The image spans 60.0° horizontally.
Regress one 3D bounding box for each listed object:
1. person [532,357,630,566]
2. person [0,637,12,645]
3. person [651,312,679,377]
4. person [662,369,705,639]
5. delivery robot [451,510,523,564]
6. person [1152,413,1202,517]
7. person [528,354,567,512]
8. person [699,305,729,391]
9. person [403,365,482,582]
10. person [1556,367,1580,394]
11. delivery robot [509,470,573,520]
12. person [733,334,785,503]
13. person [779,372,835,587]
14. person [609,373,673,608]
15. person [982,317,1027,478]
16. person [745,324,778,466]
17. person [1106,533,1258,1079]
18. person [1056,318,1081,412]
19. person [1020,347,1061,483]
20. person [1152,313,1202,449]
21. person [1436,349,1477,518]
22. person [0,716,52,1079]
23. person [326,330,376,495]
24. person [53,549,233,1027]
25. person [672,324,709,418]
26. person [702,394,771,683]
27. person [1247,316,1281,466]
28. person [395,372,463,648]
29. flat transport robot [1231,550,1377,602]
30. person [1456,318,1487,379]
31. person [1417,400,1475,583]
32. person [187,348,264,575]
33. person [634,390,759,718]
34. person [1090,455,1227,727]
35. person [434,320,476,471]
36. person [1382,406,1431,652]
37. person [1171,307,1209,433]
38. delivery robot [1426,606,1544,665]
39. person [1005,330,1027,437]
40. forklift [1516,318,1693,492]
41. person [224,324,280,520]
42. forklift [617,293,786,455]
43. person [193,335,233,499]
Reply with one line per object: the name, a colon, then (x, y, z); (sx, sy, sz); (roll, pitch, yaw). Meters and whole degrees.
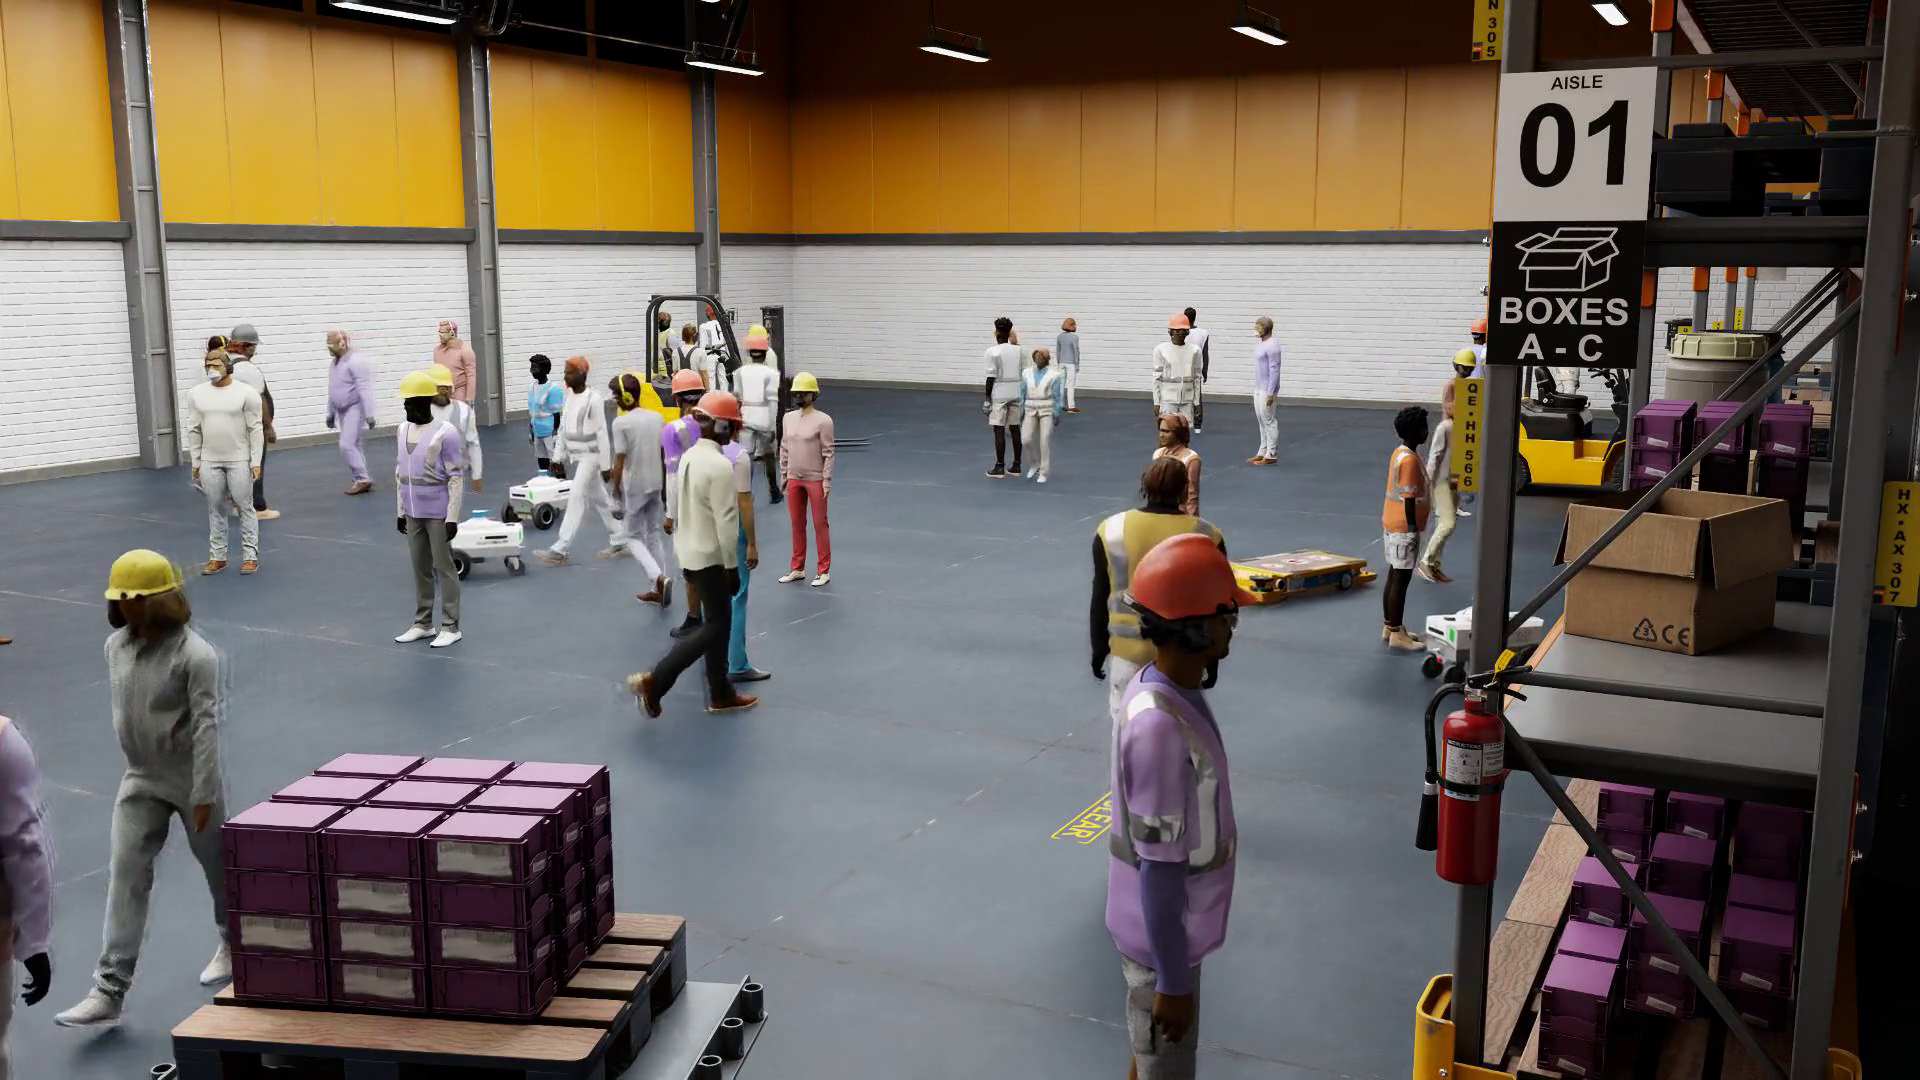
person: (-3.362, -0.703, 14.751); (0.992, 1.831, 0.574); (-7, 12, -36)
person: (-6.801, -0.162, 11.397); (0.404, 1.906, 0.657); (-3, 10, -15)
person: (-4.564, -2.593, 25.656); (0.429, 1.847, 0.624); (-6, 12, -33)
person: (-1.897, -0.249, 11.845); (0.385, 1.928, 0.547); (9, 13, 42)
delivery robot: (-4.090, -0.012, 14.168); (0.707, 0.478, 0.477); (-4, 11, -20)
person: (1.529, -0.093, 11.810); (0.318, 1.630, 0.512); (-6, 11, -31)
person: (-4.386, -1.131, 17.649); (0.535, 1.690, 0.322); (9, 13, 43)
person: (-4.163, -3.049, 28.182); (0.572, 1.884, 0.356); (-8, 12, -38)
person: (-4.305, -0.555, 13.938); (0.627, 1.807, 0.704); (-5, 11, -29)
person: (9.227, -2.422, 25.261); (0.308, 1.639, 0.510); (-3, 10, -17)
delivery robot: (-4.203, -0.465, 16.792); (0.477, 0.478, 0.707); (5, 11, 29)
person: (-2.195, -1.268, 17.913); (0.553, 1.881, 1.031); (2, 10, 13)
person: (-1.275, -0.502, 13.766); (0.527, 1.772, 0.305); (6, 11, 30)
person: (-2.396, -0.361, 12.759); (0.592, 1.840, 0.600); (8, 13, 38)
person: (0.541, -1.744, 20.382); (0.607, 1.966, 0.374); (-6, 12, -33)
person: (-2.588, -1.879, 21.562); (0.404, 1.827, 0.600); (-7, 12, -33)
person: (0.561, 0.995, 4.294); (0.361, 2.048, 0.611); (1, 10, 8)
person: (1.870, -3.021, 28.741); (0.284, 1.633, 0.501); (-9, 13, -42)
person: (0.958, -1.492, 19.905); (0.531, 1.627, 0.368); (4, 10, 21)
person: (2.579, -1.665, 19.708); (0.608, 2.044, 0.370); (-2, 10, -13)
person: (5.171, -1.095, 17.228); (0.526, 1.761, 0.337); (-9, 13, -42)
person: (-2.797, 1.092, 4.492); (0.625, 1.799, 0.972); (-6, 11, -29)
person: (-6.908, -1.428, 18.810); (0.713, 1.881, 0.537); (9, 13, 42)
person: (-2.884, 0.876, 5.970); (0.505, 1.689, 0.895); (2, 10, 14)
person: (-3.438, -1.852, 21.361); (0.508, 1.847, 0.345); (3, 10, 19)
person: (-1.500, -0.006, 10.662); (0.386, 1.849, 0.567); (-9, 13, -42)
person: (3.949, -1.918, 21.480); (0.354, 1.936, 0.635); (-1, 10, -5)
person: (-3.728, -0.212, 11.631); (0.585, 1.928, 0.368); (5, 11, 29)
flat transport robot: (2.699, 0.278, 13.581); (1.431, 0.197, 0.652); (-8, 12, -38)
person: (6.412, -1.771, 20.630); (0.358, 1.938, 0.542); (-9, 13, -41)
person: (4.085, -0.436, 13.836); (0.544, 1.602, 0.416); (-9, 13, -41)
person: (-6.272, -0.665, 14.224); (0.630, 1.940, 0.372); (0, 10, -2)
person: (-1.553, 0.110, 9.702); (0.748, 1.959, 0.662); (-6, 11, -29)
person: (0.915, 0.515, 7.725); (0.636, 1.819, 0.675); (2, 10, 10)
person: (-6.386, -1.803, 20.917); (0.642, 1.905, 0.401); (5, 11, 27)
person: (3.101, -0.084, 11.556); (0.318, 1.696, 0.537); (1, 10, 7)
person: (3.495, -2.575, 25.342); (0.597, 1.915, 0.371); (-1, 10, -7)
delivery robot: (3.348, 0.596, 10.626); (0.707, 0.478, 0.477); (-2, 9, -15)
person: (0.708, -2.328, 24.838); (0.522, 1.596, 0.825); (4, 11, 22)
forklift: (7.066, -1.601, 18.899); (2.313, 2.155, 1.214); (5, 11, 27)
person: (-7.330, -1.219, 17.132); (0.722, 2.000, 0.536); (8, 13, 39)
forklift: (-3.588, -2.317, 23.042); (2.313, 2.155, 1.214); (-1, 10, -5)
person: (-8.277, -1.347, 18.461); (0.590, 1.841, 0.440); (5, 11, 27)
